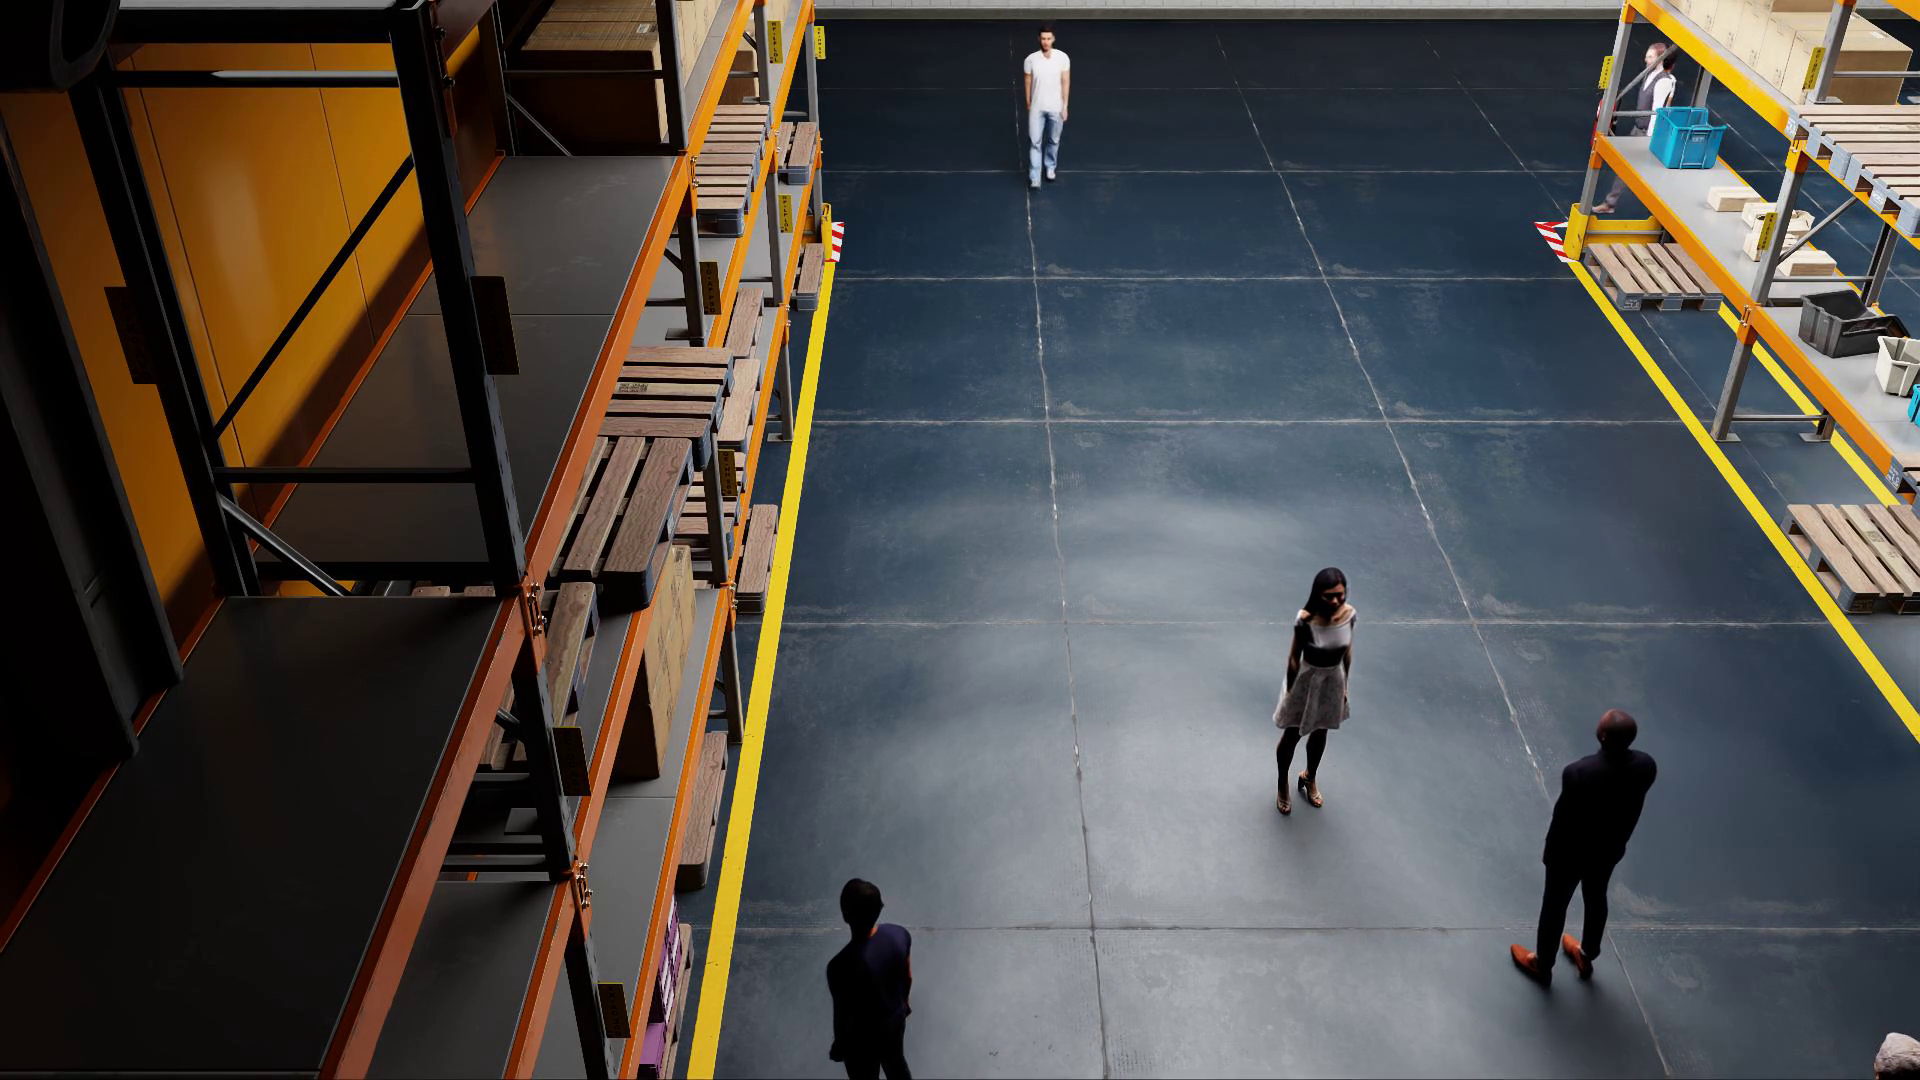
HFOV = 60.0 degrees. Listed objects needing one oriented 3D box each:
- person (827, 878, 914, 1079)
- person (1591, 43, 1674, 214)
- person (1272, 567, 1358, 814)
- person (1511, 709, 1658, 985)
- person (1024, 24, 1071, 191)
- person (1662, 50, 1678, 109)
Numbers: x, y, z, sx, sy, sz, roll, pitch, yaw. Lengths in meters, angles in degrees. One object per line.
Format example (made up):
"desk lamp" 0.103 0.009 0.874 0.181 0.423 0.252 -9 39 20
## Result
"person" -0.415 2.335 8.006 0.709 1.788 0.763 -28 43 -35
"person" 7.588 -4.431 18.078 0.810 1.907 1.198 -3 34 -5
"person" 2.163 0.918 10.150 0.713 1.775 0.716 -8 34 -12
"person" 3.395 1.662 8.994 0.743 1.815 0.674 -7 34 -11
"person" 0.998 -4.948 18.934 0.703 1.820 1.085 1 34 2
"person" 8.293 -5.203 19.833 0.662 1.250 0.723 28 43 35
